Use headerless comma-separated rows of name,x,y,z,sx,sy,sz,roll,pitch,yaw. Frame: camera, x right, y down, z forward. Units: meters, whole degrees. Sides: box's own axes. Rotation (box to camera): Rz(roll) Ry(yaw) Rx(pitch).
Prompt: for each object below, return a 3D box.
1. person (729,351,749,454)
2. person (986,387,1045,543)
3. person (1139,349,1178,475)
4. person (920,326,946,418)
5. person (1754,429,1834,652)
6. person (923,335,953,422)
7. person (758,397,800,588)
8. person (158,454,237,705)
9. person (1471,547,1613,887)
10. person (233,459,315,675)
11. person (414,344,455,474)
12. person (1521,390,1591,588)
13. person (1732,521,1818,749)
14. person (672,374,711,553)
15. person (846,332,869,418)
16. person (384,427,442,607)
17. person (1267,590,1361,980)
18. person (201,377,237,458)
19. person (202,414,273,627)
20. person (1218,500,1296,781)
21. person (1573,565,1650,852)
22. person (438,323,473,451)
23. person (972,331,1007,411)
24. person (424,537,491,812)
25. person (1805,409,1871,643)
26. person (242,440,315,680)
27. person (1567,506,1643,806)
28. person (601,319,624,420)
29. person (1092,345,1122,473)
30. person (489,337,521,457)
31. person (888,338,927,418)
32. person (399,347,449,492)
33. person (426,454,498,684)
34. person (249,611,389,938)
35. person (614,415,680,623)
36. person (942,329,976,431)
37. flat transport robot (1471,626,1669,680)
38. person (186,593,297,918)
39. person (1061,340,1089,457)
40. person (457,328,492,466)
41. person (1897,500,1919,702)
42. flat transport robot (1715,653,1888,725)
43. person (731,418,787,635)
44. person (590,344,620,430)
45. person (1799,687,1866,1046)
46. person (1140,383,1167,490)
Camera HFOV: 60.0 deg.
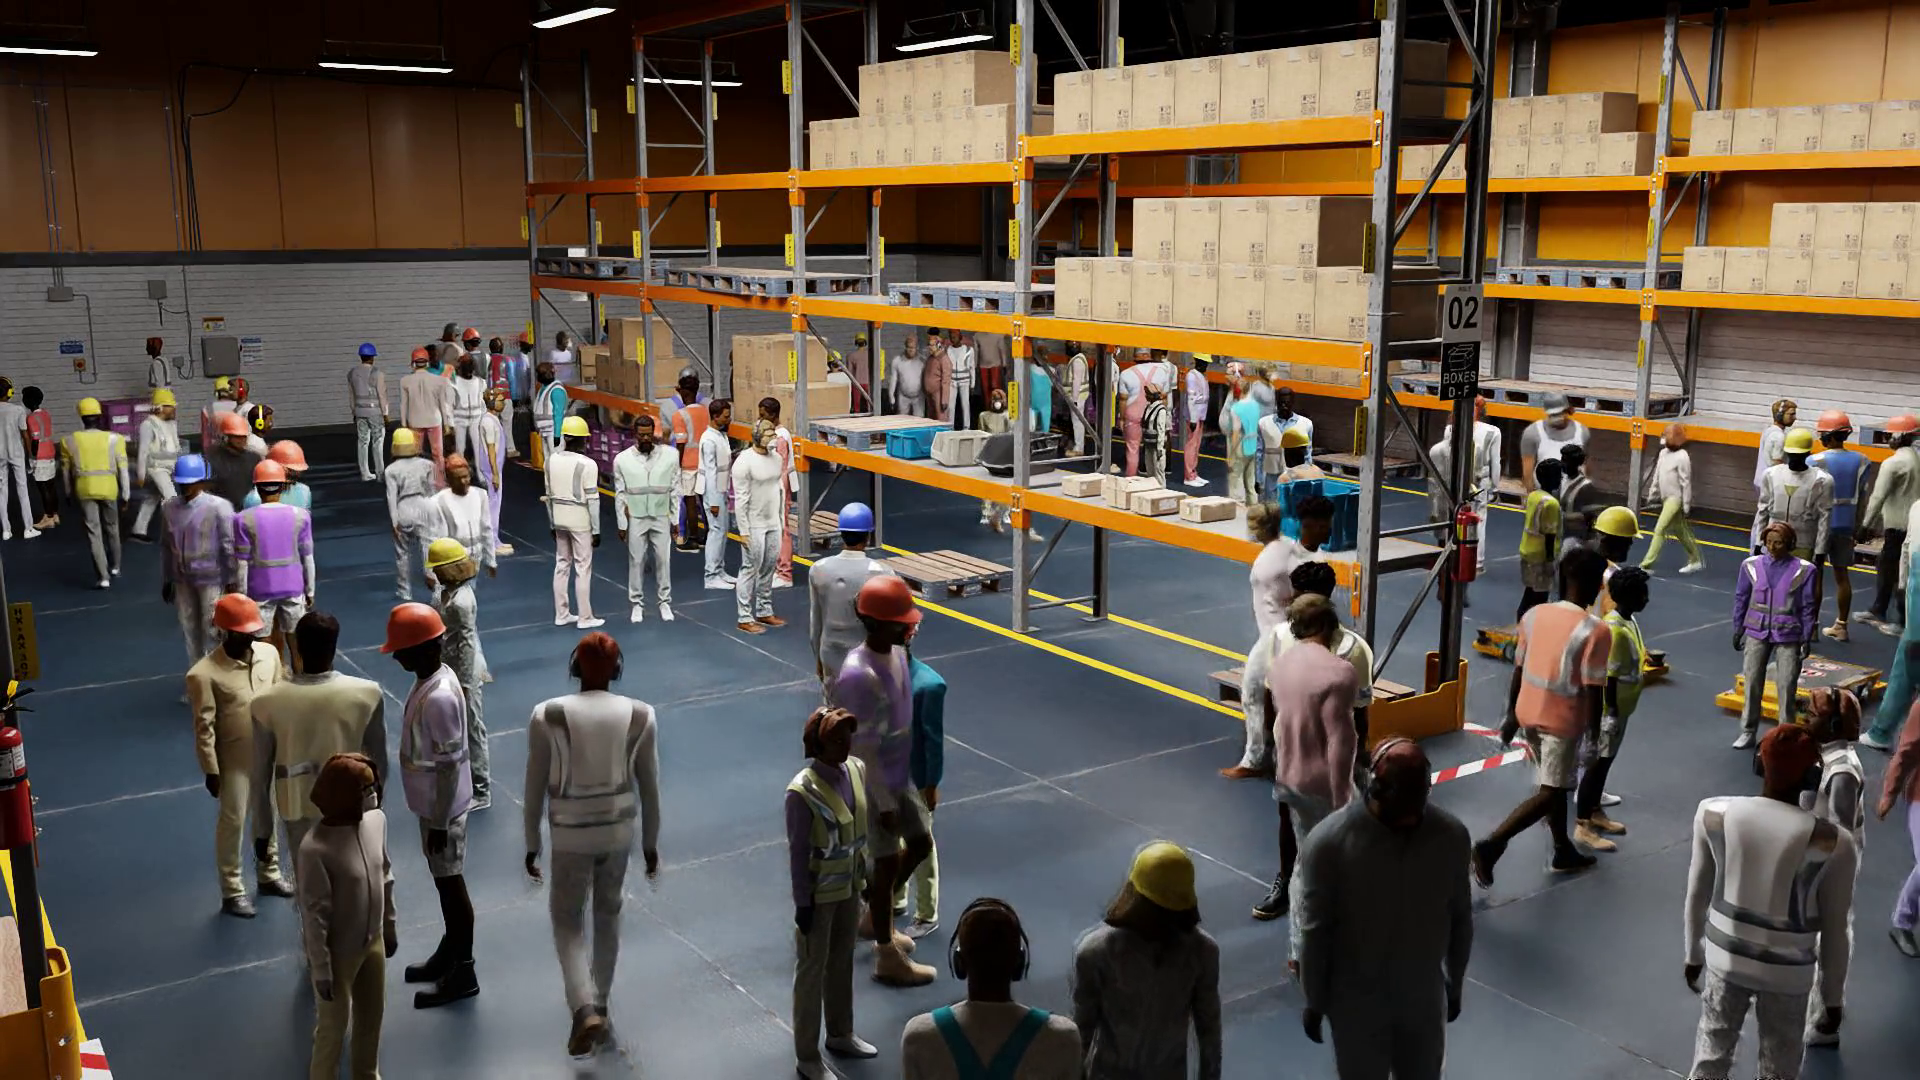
person,-3.439,-2.127,25.781,0.286,1.633,0.501,-5,12,-24
person,0.623,-0.898,19.041,0.820,1.819,0.512,7,13,33
person,2.820,-1.911,23.859,0.603,1.957,0.385,-3,11,-14
person,-0.425,-2.656,27.929,0.534,1.859,0.338,-2,11,-12
person,7.068,0.003,14.155,0.586,1.920,0.397,11,15,43
person,-0.365,-2.163,25.301,0.401,1.899,0.636,-5,12,-25
person,-1.820,-0.479,16.655,0.402,1.909,0.599,-3,12,-17
person,-5.765,0.284,12.681,0.639,1.928,0.537,3,11,15
person,3.196,0.992,9.128,0.945,1.914,0.636,-5,12,-24
person,-5.061,0.363,12.297,0.553,1.924,0.391,-7,13,-33
person,-7.618,-1.925,24.145,0.593,1.885,0.912,-8,14,-37
person,5.910,-0.518,16.501,0.697,2.000,0.555,2,11,8
person,5.604,0.671,11.473,0.524,1.631,0.313,9,14,39
person,-2.942,-0.841,18.346,0.364,1.964,0.612,8,14,35
person,-1.639,-2.594,27.834,0.522,1.770,0.310,-1,11,-7
person,-5.199,-0.223,15.852,0.485,1.708,0.848,-7,13,-33
person,1.732,1.202,8.103,0.401,1.883,0.722,-5,12,-25
person,-8.770,-1.064,19.968,0.586,1.773,0.959,-4,12,-22
person,-6.472,-0.158,14.916,1.010,1.939,0.624,9,14,38
person,2.136,0.676,10.814,0.732,1.897,0.674,6,13,29
person,3.836,0.971,9.775,0.319,1.693,0.555,6,13,28
person,-7.939,-2.427,26.274,0.711,2.000,0.616,8,14,36
person,0.520,-3.170,30.277,0.625,1.958,0.642,4,12,18
person,-3.140,0.833,10.371,0.309,1.736,0.484,-5,12,-23
person,7.558,-0.120,14.492,0.608,2.036,0.410,-1,11,-5
person,-5.273,0.207,12.892,0.634,2.012,0.613,5,12,26
person,4.024,0.729,10.459,0.399,1.912,0.591,-2,11,-9
person,-6.323,-3.084,30.158,0.430,1.841,0.624,3,12,16
person,2.182,-2.002,24.098,0.535,2.000,0.681,-1,11,-3
person,-7.077,-2.186,25.552,0.621,1.845,0.430,3,11,15
person,-0.783,-2.198,25.645,0.663,1.847,0.845,-1,11,-4
person,-7.028,-1.533,21.852,0.620,1.986,0.410,-3,11,-15
person,-4.061,0.188,13.447,0.961,1.832,0.645,7,13,32
person,-2.991,1.253,7.868,0.592,1.867,0.997,-2,11,-11
person,-2.854,-0.196,15.210,0.583,1.911,0.392,-4,12,-20
person,-0.036,-2.557,27.362,0.591,1.878,0.370,2,11,11
flat transport robot,5.022,0.910,13.737,0.652,0.197,1.431,-8,13,-35
person,-3.787,1.128,8.849,0.351,1.742,0.571,5,12,26
person,1.775,-2.193,25.623,0.430,1.837,0.629,1,11,5
person,-7.202,-2.115,24.666,0.395,2.044,0.609,7,13,32
person,7.298,0.348,12.451,0.399,1.895,0.657,-4,12,-18
flat transport robot,6.435,1.117,12.679,1.431,0.197,0.652,-9,14,-38
person,-1.770,-0.123,14.785,0.359,1.931,0.634,7,13,31
person,-5.517,-2.219,26.075,0.940,1.690,0.564,9,14,38
person,3.860,1.452,7.445,0.315,1.641,0.514,3,11,15
person,2.426,-1.145,20.766,0.314,1.632,0.516,-4,12,-18
